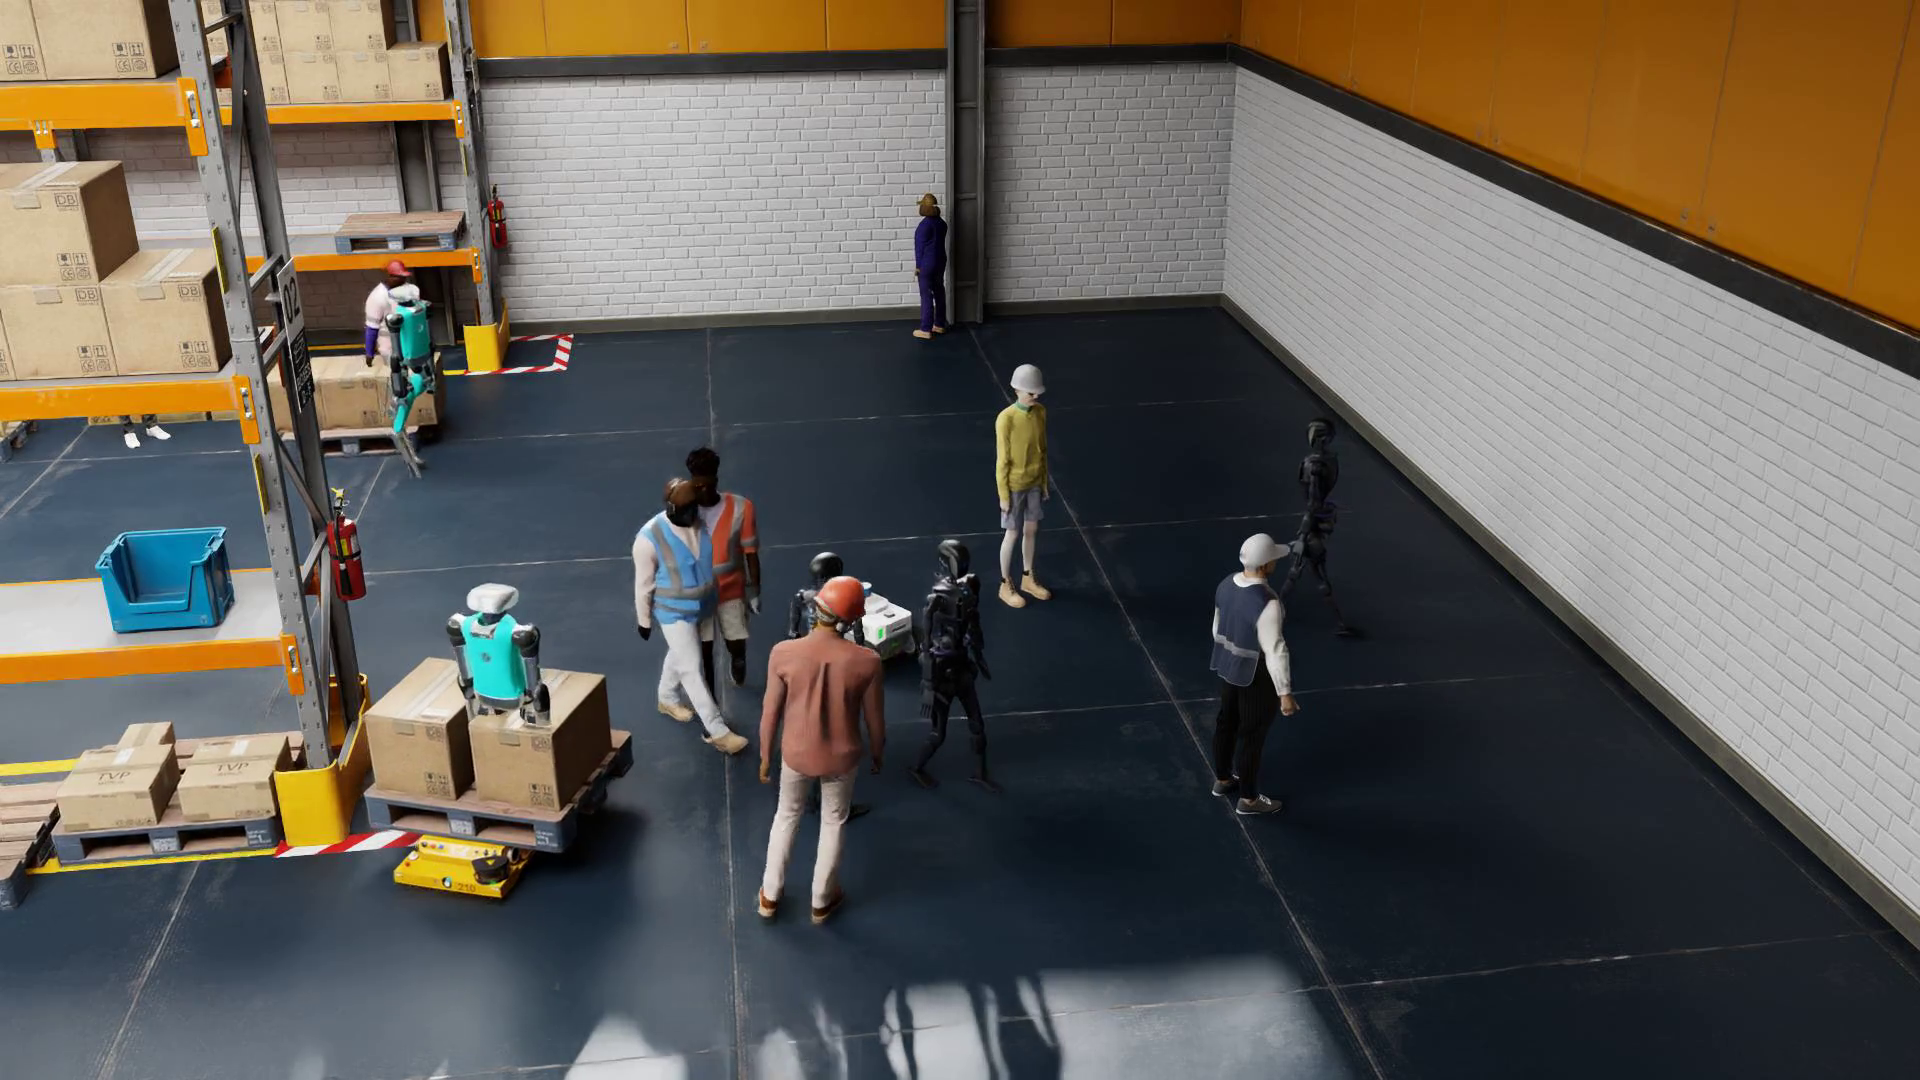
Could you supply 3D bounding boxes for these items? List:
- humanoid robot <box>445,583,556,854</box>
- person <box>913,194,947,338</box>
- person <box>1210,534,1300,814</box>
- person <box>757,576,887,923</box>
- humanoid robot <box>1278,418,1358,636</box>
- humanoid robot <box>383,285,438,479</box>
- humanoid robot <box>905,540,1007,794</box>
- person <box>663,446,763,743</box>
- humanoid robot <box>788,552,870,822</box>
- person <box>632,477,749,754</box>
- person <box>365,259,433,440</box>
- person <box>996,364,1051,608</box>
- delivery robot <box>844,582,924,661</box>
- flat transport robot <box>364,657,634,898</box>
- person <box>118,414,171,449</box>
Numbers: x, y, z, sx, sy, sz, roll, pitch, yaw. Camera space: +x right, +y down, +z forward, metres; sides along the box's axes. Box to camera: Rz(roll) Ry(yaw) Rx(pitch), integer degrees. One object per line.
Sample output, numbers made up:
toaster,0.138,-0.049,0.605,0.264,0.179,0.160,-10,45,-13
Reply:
humanoid robot,-2.424,1.016,9.351,0.534,1.862,0.746,7,25,15
person,-0.349,-3.102,18.786,0.353,1.616,0.449,17,29,33
person,1.695,0.784,9.755,0.421,1.759,0.749,-11,26,-24
person,-0.719,1.108,8.788,0.671,1.945,0.476,1,24,2
humanoid robot,2.537,-0.084,11.913,0.793,1.632,0.583,7,25,16
humanoid robot,-4.997,-1.399,14.792,0.770,1.808,0.542,10,25,21
humanoid robot,-0.042,0.769,9.921,0.612,1.639,0.614,16,28,32
person,-1.574,0.273,10.702,0.615,1.941,0.786,-2,24,-4
humanoid robot,-0.774,0.843,9.707,0.599,1.657,0.315,16,28,31
person,-1.681,0.444,10.506,0.948,1.789,0.635,17,29,33
person,-5.366,-1.842,15.792,0.742,1.719,0.657,15,28,31
person,0.458,-0.412,12.338,0.486,1.881,0.414,-19,30,-37
delivery robot,-0.651,0.611,11.672,0.526,0.614,0.785,-22,32,-40
flat transport robot,-2.665,1.587,9.782,0.659,0.231,1.431,5,24,12
person,-7.746,-1.799,15.510,0.332,1.868,0.517,19,30,36
